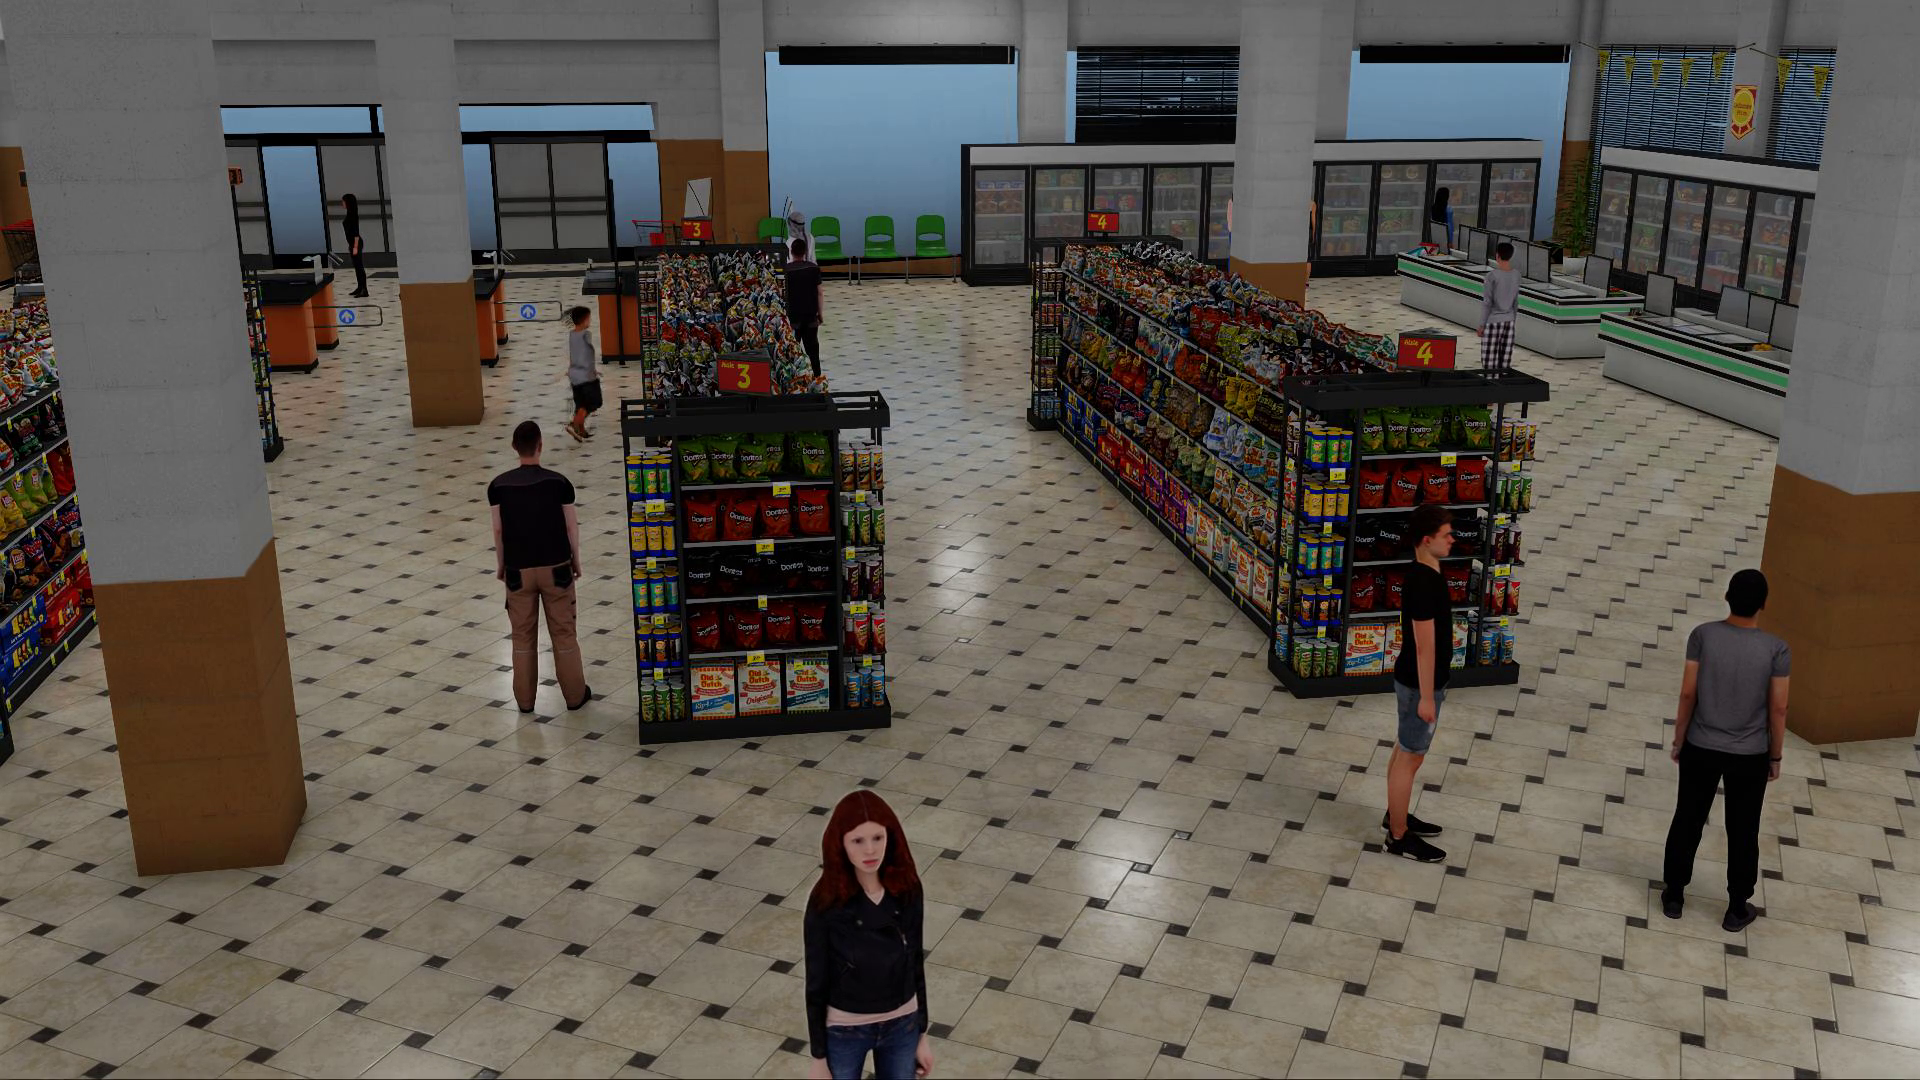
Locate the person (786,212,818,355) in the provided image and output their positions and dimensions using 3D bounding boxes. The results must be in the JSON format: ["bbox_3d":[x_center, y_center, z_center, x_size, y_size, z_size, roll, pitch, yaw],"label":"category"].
[{"bbox_3d":[-2.074,-3.247,21.377,0.861,1.926,0.780,9,19,27],"label":"person"}]

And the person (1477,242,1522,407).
[{"bbox_3d":[6.128,-2.455,18.905,0.639,1.847,0.567,-5,18,-16],"label":"person"}]

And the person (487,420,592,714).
[{"bbox_3d":[-2.618,0.164,10.291,0.689,1.841,0.593,-2,17,-6],"label":"person"}]

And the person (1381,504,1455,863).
[{"bbox_3d":[2.339,0.706,8.497,0.791,1.846,0.643,4,17,13],"label":"person"}]

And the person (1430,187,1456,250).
[{"bbox_3d":[7.853,-4.907,27.211,0.725,1.713,0.574,-10,19,-29],"label":"person"}]

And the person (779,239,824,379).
[{"bbox_3d":[-1.851,-2.569,19.283,0.768,1.846,0.659,-6,18,-20],"label":"person"}]

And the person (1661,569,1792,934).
[{"bbox_3d":[3.585,0.970,7.785,0.702,1.754,0.745,10,19,29],"label":"person"}]

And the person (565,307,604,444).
[{"bbox_3d":[-3.938,-1.722,17.268,0.833,1.396,0.907,7,18,23],"label":"person"}]

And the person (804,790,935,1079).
[{"bbox_3d":[-0.301,1.655,5.473,0.634,1.787,0.605,-7,18,-23],"label":"person"}]

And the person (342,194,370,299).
[{"bbox_3d":[-9.759,-4.762,26.857,0.696,1.642,0.560,-10,20,-31],"label":"person"}]
